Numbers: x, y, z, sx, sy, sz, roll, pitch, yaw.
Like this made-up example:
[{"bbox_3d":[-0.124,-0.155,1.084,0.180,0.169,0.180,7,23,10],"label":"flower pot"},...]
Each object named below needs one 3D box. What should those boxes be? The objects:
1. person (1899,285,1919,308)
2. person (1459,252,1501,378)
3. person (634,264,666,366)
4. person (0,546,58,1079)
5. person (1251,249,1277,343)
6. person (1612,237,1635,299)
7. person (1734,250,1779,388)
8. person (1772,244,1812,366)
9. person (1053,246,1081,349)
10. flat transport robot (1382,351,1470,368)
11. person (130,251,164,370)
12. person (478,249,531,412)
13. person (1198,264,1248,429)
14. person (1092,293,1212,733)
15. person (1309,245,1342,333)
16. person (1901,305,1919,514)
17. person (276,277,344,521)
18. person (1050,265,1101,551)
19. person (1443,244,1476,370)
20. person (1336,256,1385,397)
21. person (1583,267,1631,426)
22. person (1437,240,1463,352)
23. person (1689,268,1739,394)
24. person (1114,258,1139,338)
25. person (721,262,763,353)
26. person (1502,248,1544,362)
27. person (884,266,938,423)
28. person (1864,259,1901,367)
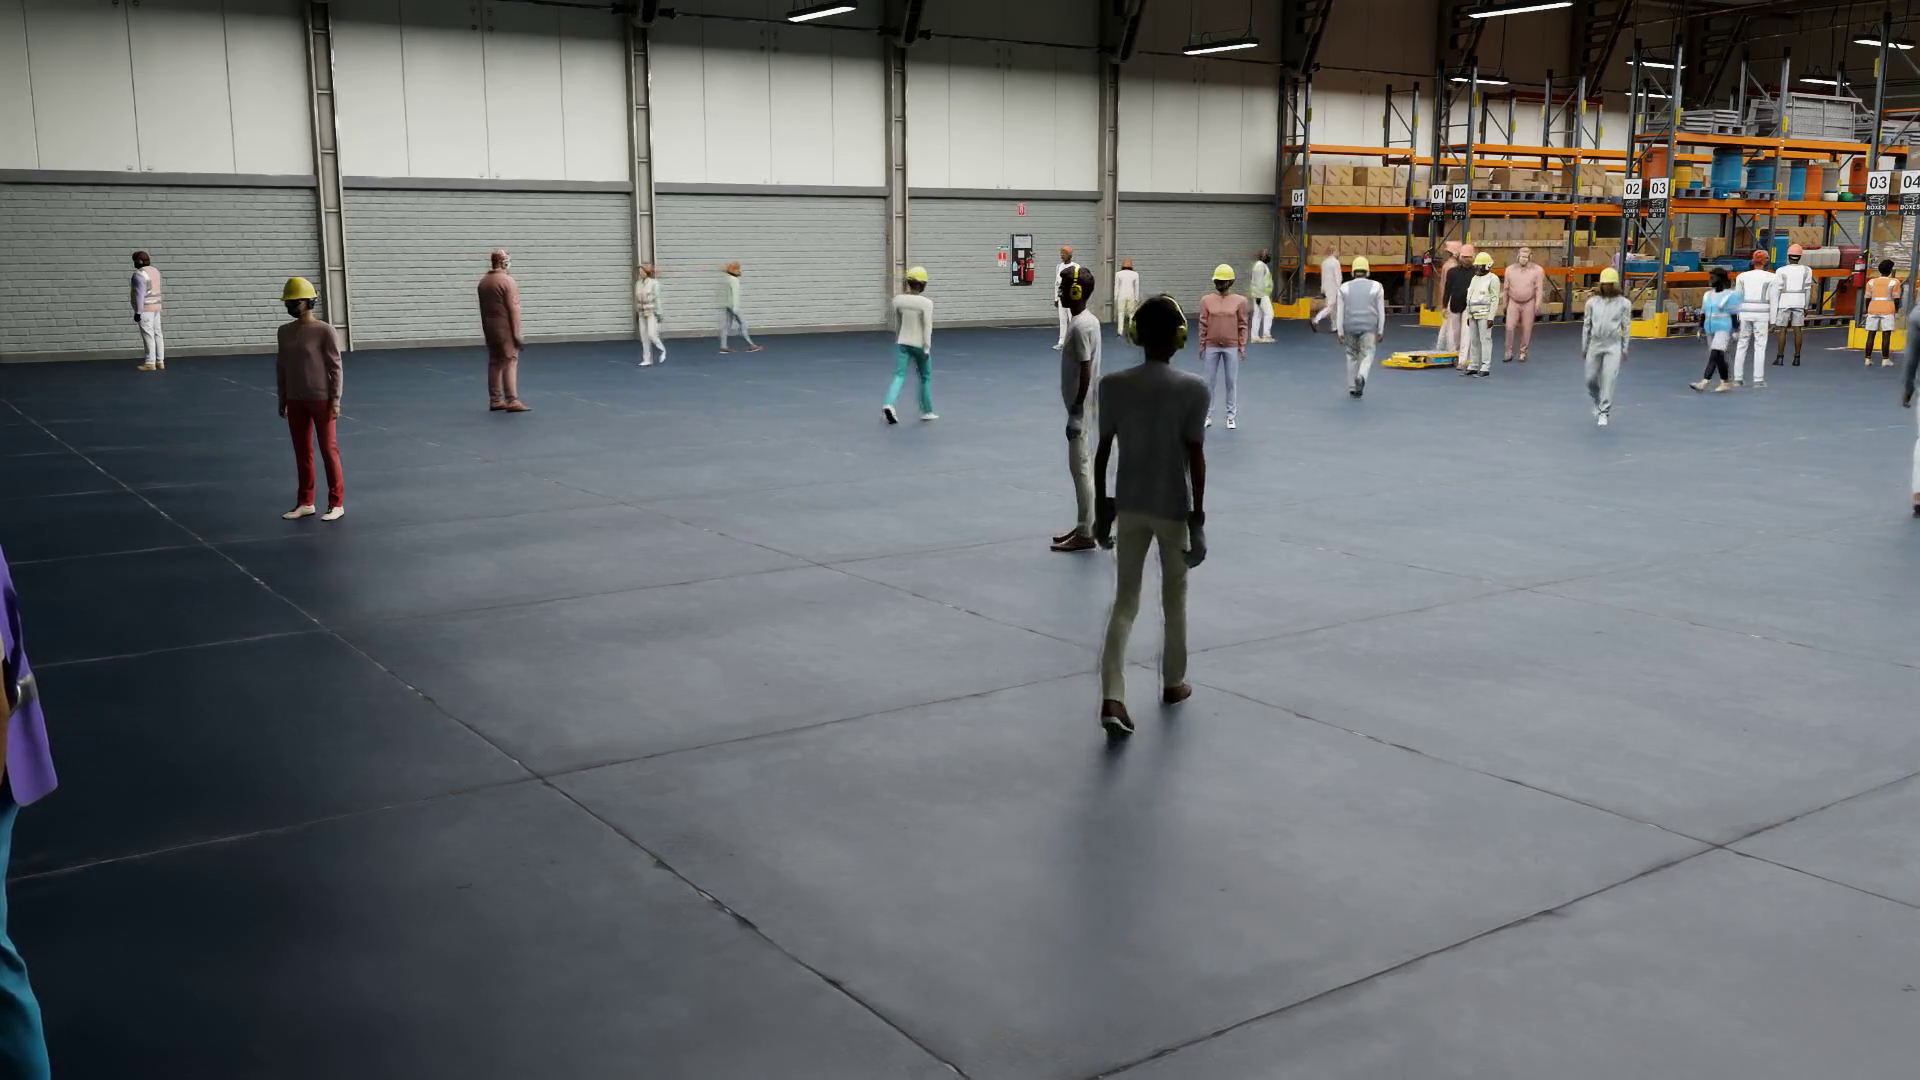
[{"bbox_3d":[19.179,-4.987,33.422,0.635,1.931,0.373,5,11,24],"label":"person"},{"bbox_3d":[7.620,-3.290,24.364,0.403,1.833,0.586,-4,11,-20],"label":"person"},{"bbox_3d":[-4.977,-3.599,26.604,0.542,1.625,0.409,7,12,32],"label":"person"},{"bbox_3d":[-2.043,0.538,3.345,0.375,1.842,0.574,-10,14,-43],"label":"person"},{"bbox_3d":[5.940,-4.704,32.133,0.660,1.821,0.661,2,11,12],"label":"person"},{"bbox_3d":[15.510,-6.037,38.845,0.388,2.041,0.615,-5,11,-25],"label":"person"},{"bbox_3d":[10.876,-3.020,22.759,0.338,1.879,0.574,-9,14,-42],"label":"person"},{"bbox_3d":[13.299,-3.755,26.623,0.542,1.939,0.363,3,11,14],"label":"person"},{"bbox_3d":[1.952,-4.399,30.299,0.338,1.882,0.583,-10,14,-44],"label":"person"},{"bbox_3d":[7.413,-2.879,26.391,1.431,0.197,0.652,-8,13,-37],"label":"flat transport robot"},{"bbox_3d":[-12.623,-3.553,25.801,0.429,1.839,0.623,0,10,3],"label":"person"},{"bbox_3d":[-5.376,-2.463,19.632,0.647,1.907,0.402,9,14,40],"label":"person"},{"bbox_3d":[2.820,-2.072,17.877,0.526,1.765,0.329,3,11,17],"label":"person"},{"bbox_3d":[0.786,-0.117,7.001,0.535,1.832,0.951,4,11,21],"label":"person"},{"bbox_3d":[7.895,-5.361,35.597,0.809,1.878,0.649,-2,10,-9],"label":"person"},{"bbox_3d":[7.373,-1.140,12.420,0.644,1.900,0.999,8,13,36],"label":"person"},{"bbox_3d":[-4.731,-1.014,12.071,0.535,1.767,0.316,3,11,17],"label":"person"},{"bbox_3d":[0.761,-0.857,10.925,0.315,1.870,0.533,1,10,7],"label":"person"},{"bbox_3d":[7.888,-3.647,26.008,0.608,1.960,1.009,5,12,27],"label":"person"},{"bbox_3d":[5.086,-2.699,21.168,0.603,1.813,0.590,4,11,21],"label":"person"},{"bbox_3d":[7.126,-2.136,18.342,0.488,1.729,0.579,6,12,29],"label":"person"},{"bbox_3d":[8.244,-4.007,27.858,0.384,1.995,0.613,0,10,0],"label":"person"},{"bbox_3d":[9.859,-2.727,21.772,0.890,1.641,0.538,-4,11,-22],"label":"person"},{"bbox_3d":[3.395,-4.928,33.924,0.505,1.624,0.296,-1,10,-4],"label":"person"},{"bbox_3d":[-3.905,-4.119,29.520,0.801,1.593,0.526,-4,11,-22],"label":"person"},{"bbox_3d":[9.232,-3.852,27.336,0.646,1.875,0.715,5,11,25],"label":"person"},{"bbox_3d":[-0.551,-2.161,18.442,0.522,1.737,0.832,6,12,29],"label":"person"},{"bbox_3d":[14.653,-3.600,26.435,0.320,1.698,0.531,-8,13,-38],"label":"person"}]
